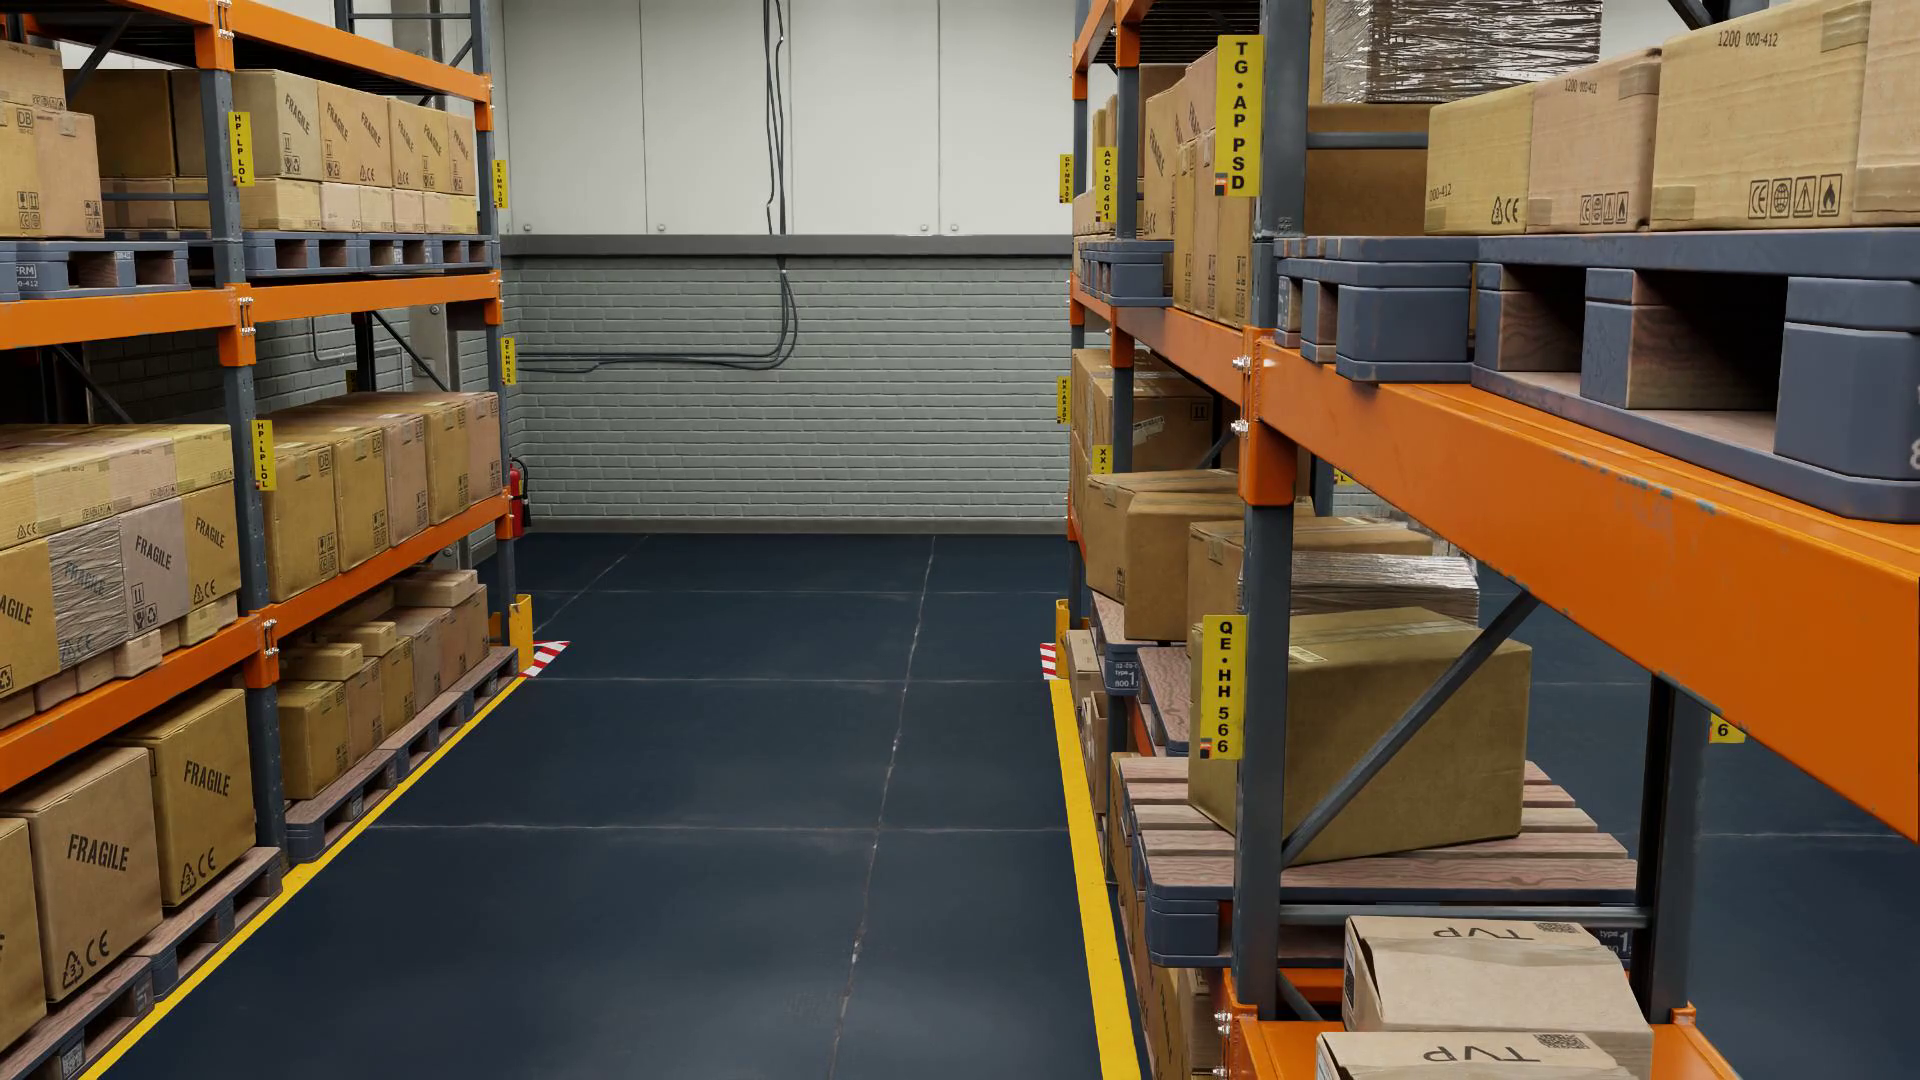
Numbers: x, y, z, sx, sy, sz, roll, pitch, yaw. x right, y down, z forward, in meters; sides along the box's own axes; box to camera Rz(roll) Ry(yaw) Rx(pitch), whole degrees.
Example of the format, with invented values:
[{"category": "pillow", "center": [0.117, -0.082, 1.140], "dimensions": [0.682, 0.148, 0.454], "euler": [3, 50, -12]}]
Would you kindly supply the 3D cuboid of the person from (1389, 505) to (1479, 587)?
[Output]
[{"category": "person", "center": [3.010, 0.136, 10.776], "dimensions": [0.615, 2.010, 1.020], "euler": [-5, 11, -26]}]
